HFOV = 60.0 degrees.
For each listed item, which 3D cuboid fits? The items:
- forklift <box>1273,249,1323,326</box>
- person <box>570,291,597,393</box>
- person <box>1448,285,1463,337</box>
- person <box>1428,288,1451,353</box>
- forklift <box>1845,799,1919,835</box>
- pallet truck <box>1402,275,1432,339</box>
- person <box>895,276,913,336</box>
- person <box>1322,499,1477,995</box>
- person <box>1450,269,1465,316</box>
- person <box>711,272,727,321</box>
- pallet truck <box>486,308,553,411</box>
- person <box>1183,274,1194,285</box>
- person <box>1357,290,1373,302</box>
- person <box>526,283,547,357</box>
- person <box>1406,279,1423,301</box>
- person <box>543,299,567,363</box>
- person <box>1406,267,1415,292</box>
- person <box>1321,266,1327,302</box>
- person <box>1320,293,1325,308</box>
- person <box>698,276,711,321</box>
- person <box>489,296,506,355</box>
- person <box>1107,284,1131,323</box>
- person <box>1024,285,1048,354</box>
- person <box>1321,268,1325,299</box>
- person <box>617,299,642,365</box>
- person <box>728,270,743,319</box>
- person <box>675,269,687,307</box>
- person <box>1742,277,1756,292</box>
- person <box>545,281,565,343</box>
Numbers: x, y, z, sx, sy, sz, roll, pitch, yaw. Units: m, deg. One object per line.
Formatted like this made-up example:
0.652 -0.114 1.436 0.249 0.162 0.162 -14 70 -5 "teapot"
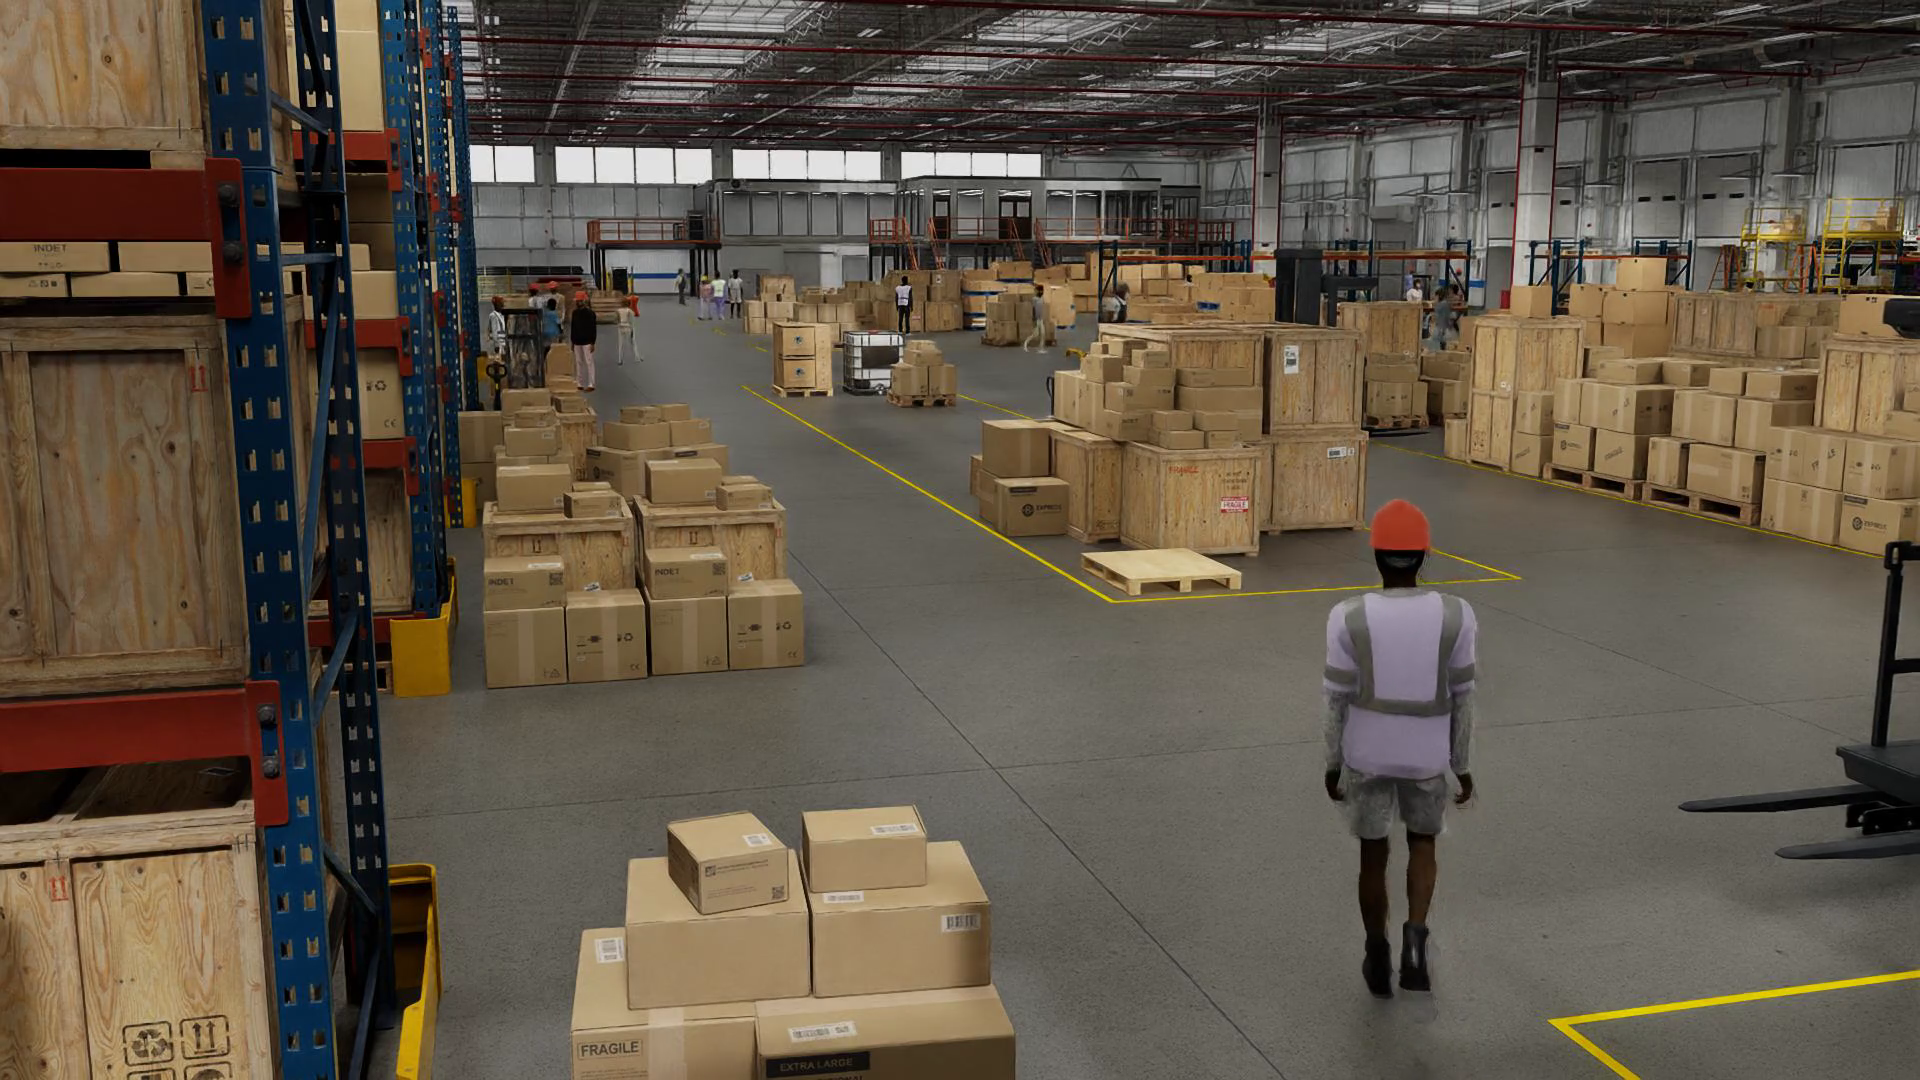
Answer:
4.855 -2.824 24.162 1.873 2.768 1.129 -3 10 -15 "forklift"
-7.408 -3.883 32.668 0.611 1.995 0.375 5 11 28 "person"
15.774 -7.331 53.169 0.899 1.648 0.543 10 14 44 "person"
11.620 -5.121 39.999 1.013 1.885 0.632 -2 10 -12 "person"
5.374 0.100 7.606 1.873 2.768 1.129 -3 10 -15 "forklift"
14.620 -7.324 52.145 0.823 1.965 1.885 8 13 40 "pallet truck"
-1.799 -7.554 53.671 0.597 1.916 0.371 4 11 24 "person"
1.652 0.810 6.293 0.573 1.926 0.459 1 10 8 "person"
20.554 -10.207 68.592 0.622 1.961 0.872 2 10 12 "person"
-9.228 -9.323 63.749 0.609 1.897 0.484 0 10 3 "person"
-6.242 -2.418 24.362 0.823 1.965 1.885 1 10 3 "pallet truck"
8.235 -8.603 59.752 0.510 1.871 0.328 9 13 41 "person"
12.048 -6.816 49.714 0.429 1.844 0.627 9 14 42 "person"
-11.027 -5.698 43.171 0.395 1.923 0.552 4 11 20 "person"
13.017 -6.496 47.621 0.627 1.940 0.375 -7 12 -36 "person"
-9.440 -4.764 38.628 0.851 1.651 0.544 -8 13 -37 "person"
20.696 -11.533 76.182 0.566 1.918 0.397 7 12 36 "person"
18.667 -13.224 85.762 0.644 1.916 0.743 -3 10 -14 "person"
8.532 -5.120 39.828 0.371 1.940 0.627 -4 11 -23 "person"
-9.890 -9.373 64.563 0.531 1.706 0.929 2 10 13 "person"
-9.138 -3.883 32.983 0.345 1.882 0.584 -1 10 -3 "person"
3.819 -5.044 39.113 0.757 2.000 0.723 6 12 32 "person"
2.043 -5.917 44.610 0.668 1.850 0.524 10 14 43 "person"
17.217 -12.068 79.492 0.619 1.836 0.431 10 14 44 "person"
-8.132 -5.098 40.682 0.516 1.595 0.855 3 11 18 "person"
-8.892 -9.739 65.912 0.613 1.962 0.367 -4 11 -23 "person"
-13.400 -12.064 79.532 0.940 1.798 0.543 9 14 43 "person"
24.504 -7.210 51.743 0.388 1.915 0.587 2 10 14 "person"
-10.996 -6.056 45.132 0.547 1.938 0.379 0 10 2 "person"
